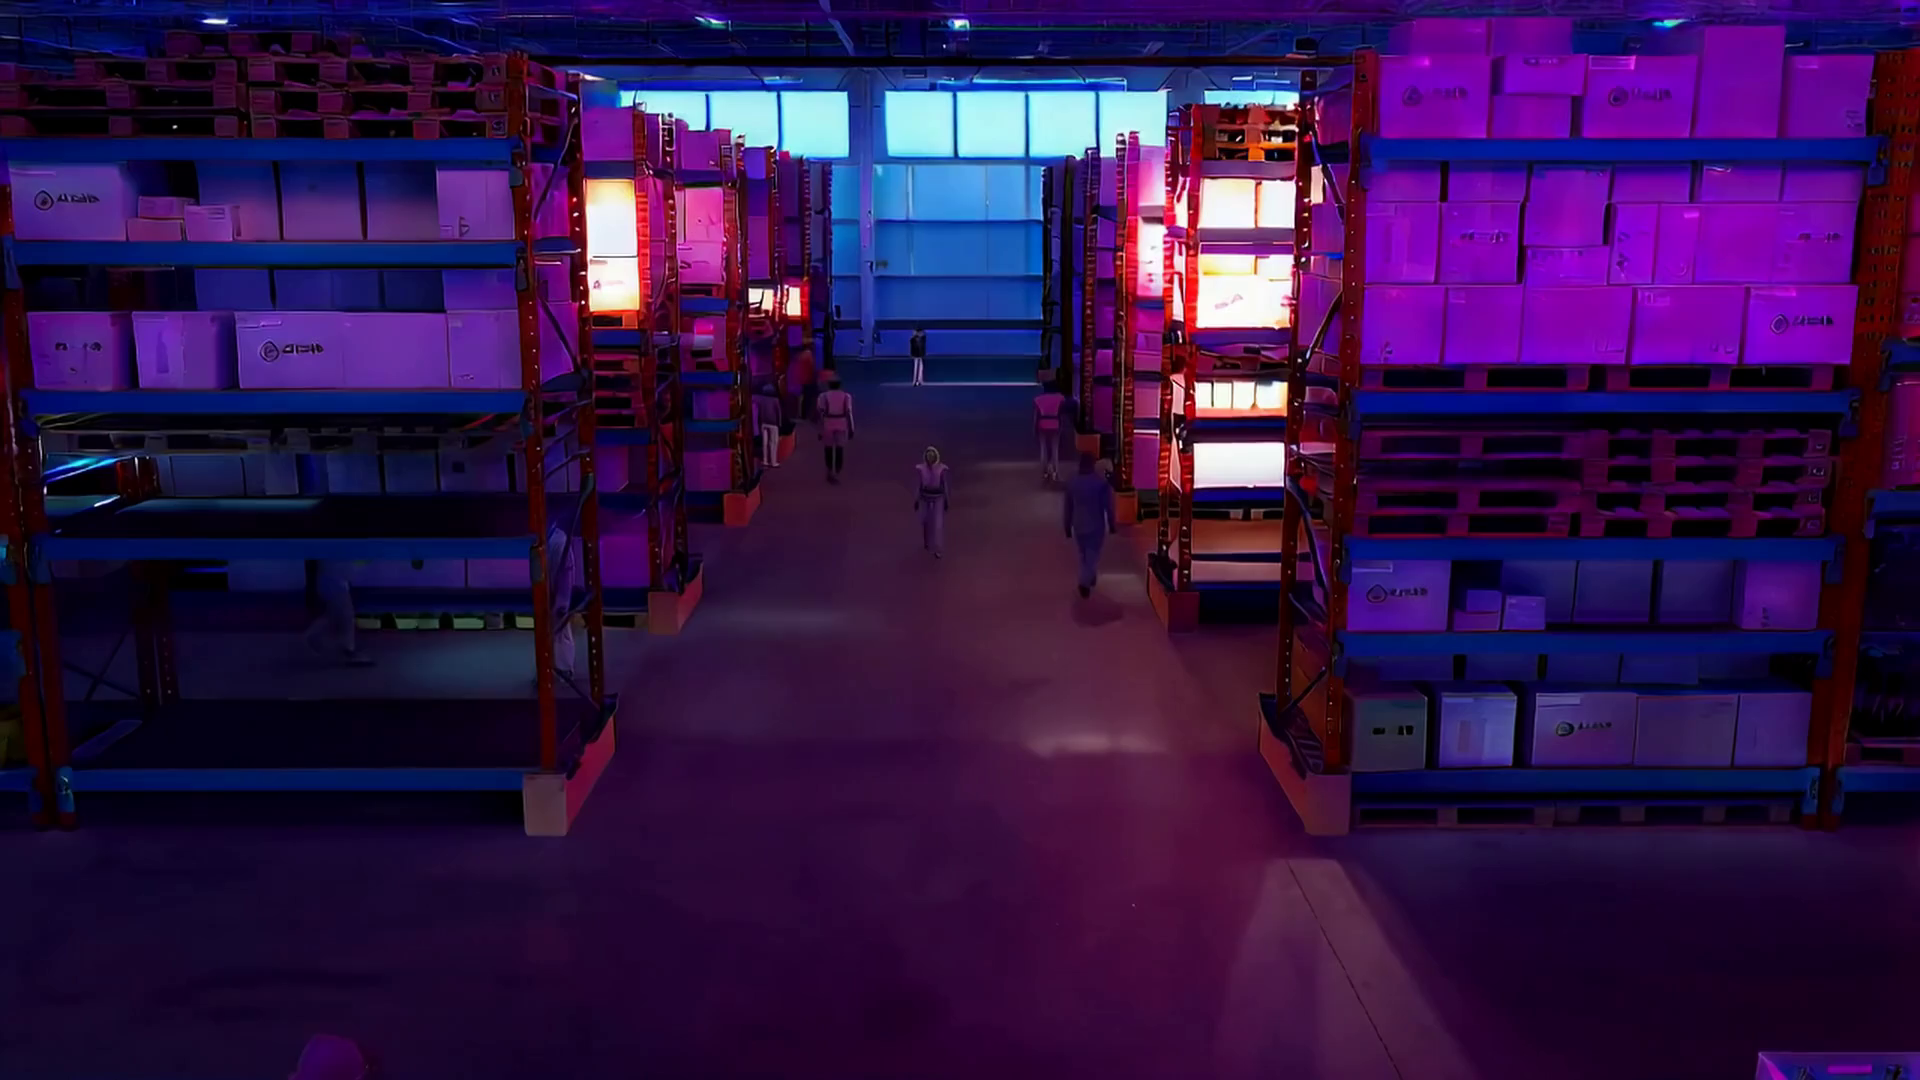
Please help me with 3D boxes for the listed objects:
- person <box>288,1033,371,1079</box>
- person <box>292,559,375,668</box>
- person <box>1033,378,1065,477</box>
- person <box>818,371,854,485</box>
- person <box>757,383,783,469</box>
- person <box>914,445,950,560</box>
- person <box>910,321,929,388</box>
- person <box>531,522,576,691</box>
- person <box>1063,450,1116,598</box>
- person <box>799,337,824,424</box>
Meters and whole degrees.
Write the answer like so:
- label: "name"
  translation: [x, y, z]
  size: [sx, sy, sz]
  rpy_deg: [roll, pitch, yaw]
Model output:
- label: "person"
  translation: [-2.357, 2.783, 6.601]
  size: [0.852, 1.801, 0.602]
  rpy_deg: [0, 11, -1]
- label: "person"
  translation: [-6.787, 0.468, 17.865]
  size: [0.760, 1.885, 0.658]
  rpy_deg: [-3, 12, -14]
- label: "person"
  translation: [1.624, -2.030, 30.388]
  size: [0.579, 1.831, 0.526]
  rpy_deg: [-1, 11, -3]
- label: "person"
  translation: [-2.241, -2.034, 29.927]
  size: [0.647, 2.009, 0.878]
  rpy_deg: [-2, 12, -8]
- label: "person"
  translation: [-3.607, -2.166, 31.537]
  size: [0.507, 1.632, 0.268]
  rpy_deg: [5, 12, 22]
- label: "person"
  translation: [-0.397, -0.555, 23.565]
  size: [0.524, 1.617, 0.600]
  rpy_deg: [0, 11, 0]
- label: "person"
  translation: [-1.104, -5.072, 45.443]
  size: [0.429, 1.838, 0.621]
  rpy_deg: [-7, 13, -30]
- label: "person"
  translation: [-4.200, 0.584, 17.147]
  size: [0.627, 1.941, 0.370]
  rpy_deg: [11, 16, 43]
- label: "person"
  translation: [1.639, -0.227, 21.350]
  size: [0.642, 1.862, 0.971]
  rpy_deg: [4, 12, 21]
- label: "person"
  translation: [-3.360, -3.648, 38.080]
  size: [0.839, 1.958, 0.641]
  rpy_deg: [-4, 12, -21]
